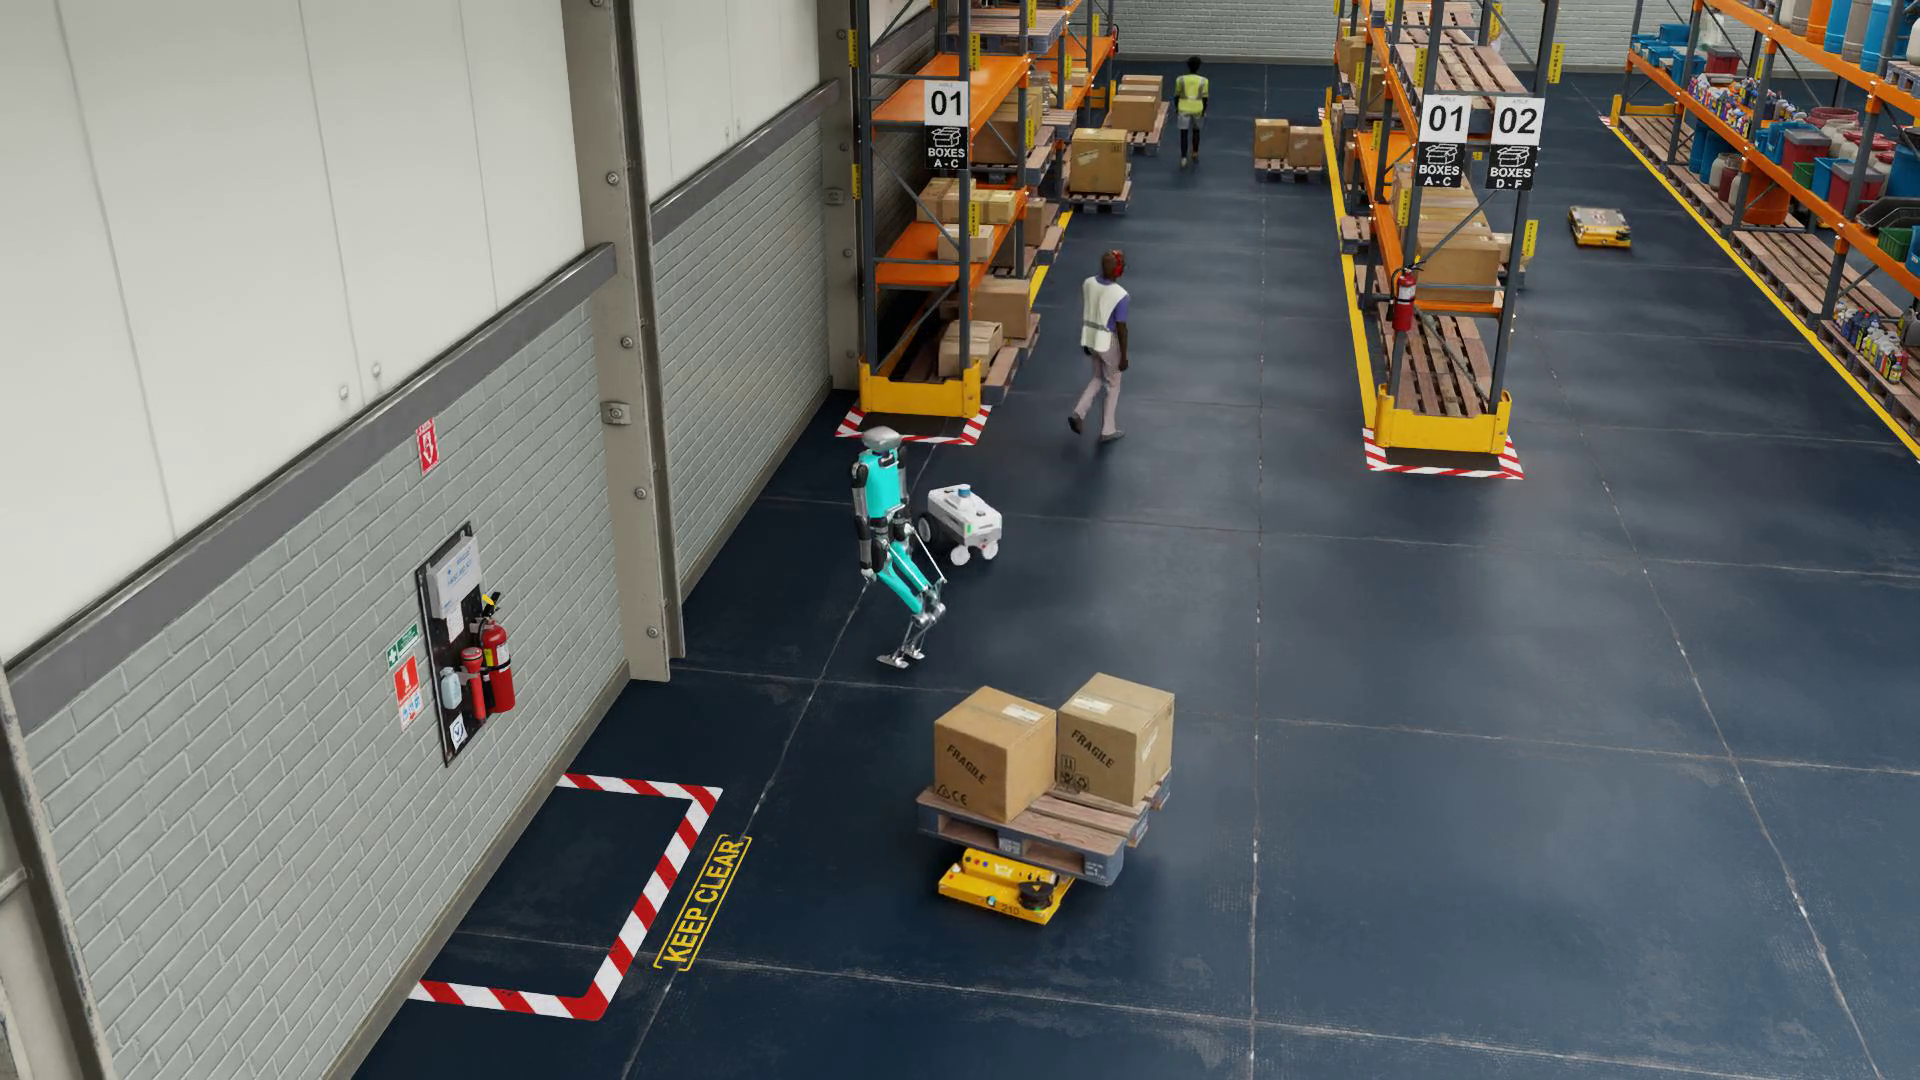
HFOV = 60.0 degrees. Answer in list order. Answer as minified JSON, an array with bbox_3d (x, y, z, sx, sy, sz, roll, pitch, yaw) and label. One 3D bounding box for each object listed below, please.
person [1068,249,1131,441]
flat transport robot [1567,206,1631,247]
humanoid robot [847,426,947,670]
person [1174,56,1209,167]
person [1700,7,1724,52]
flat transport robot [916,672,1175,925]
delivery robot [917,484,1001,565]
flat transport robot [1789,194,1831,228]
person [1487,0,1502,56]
[{"bbox_3d":[1.310,-1.765,15.286,0.489,1.829,0.578,-18,31,-34],"label":"person"},{"bbox_3d":[8.602,-4.228,22.407,0.659,0.231,1.431,6,26,12],"label":"flat transport robot"},{"bbox_3d":[-0.361,0.093,11.325,0.716,1.718,0.530,18,30,33],"label":"humanoid robot"},{"bbox_3d":[3.635,-6.785,26.240,0.537,1.657,0.846,2,25,5],"label":"person"},{"bbox_3d":[14.459,-9.577,32.107,0.542,1.751,0.528,-3,25,-7],"label":"person"},{"bbox_3d":[0.479,1.698,9.723,0.659,0.231,1.431,12,27,23],"label":"flat transport robot"},{"bbox_3d":[0.015,-0.162,13.384,0.505,0.608,0.780,-14,28,-27],"label":"delivery robot"},{"bbox_3d":[12.137,-4.578,23.157,0.659,0.231,1.431,4,25,9],"label":"flat transport robot"},{"bbox_3d":[9.894,-9.169,31.158,0.974,1.807,0.572,11,27,23],"label":"person"}]
